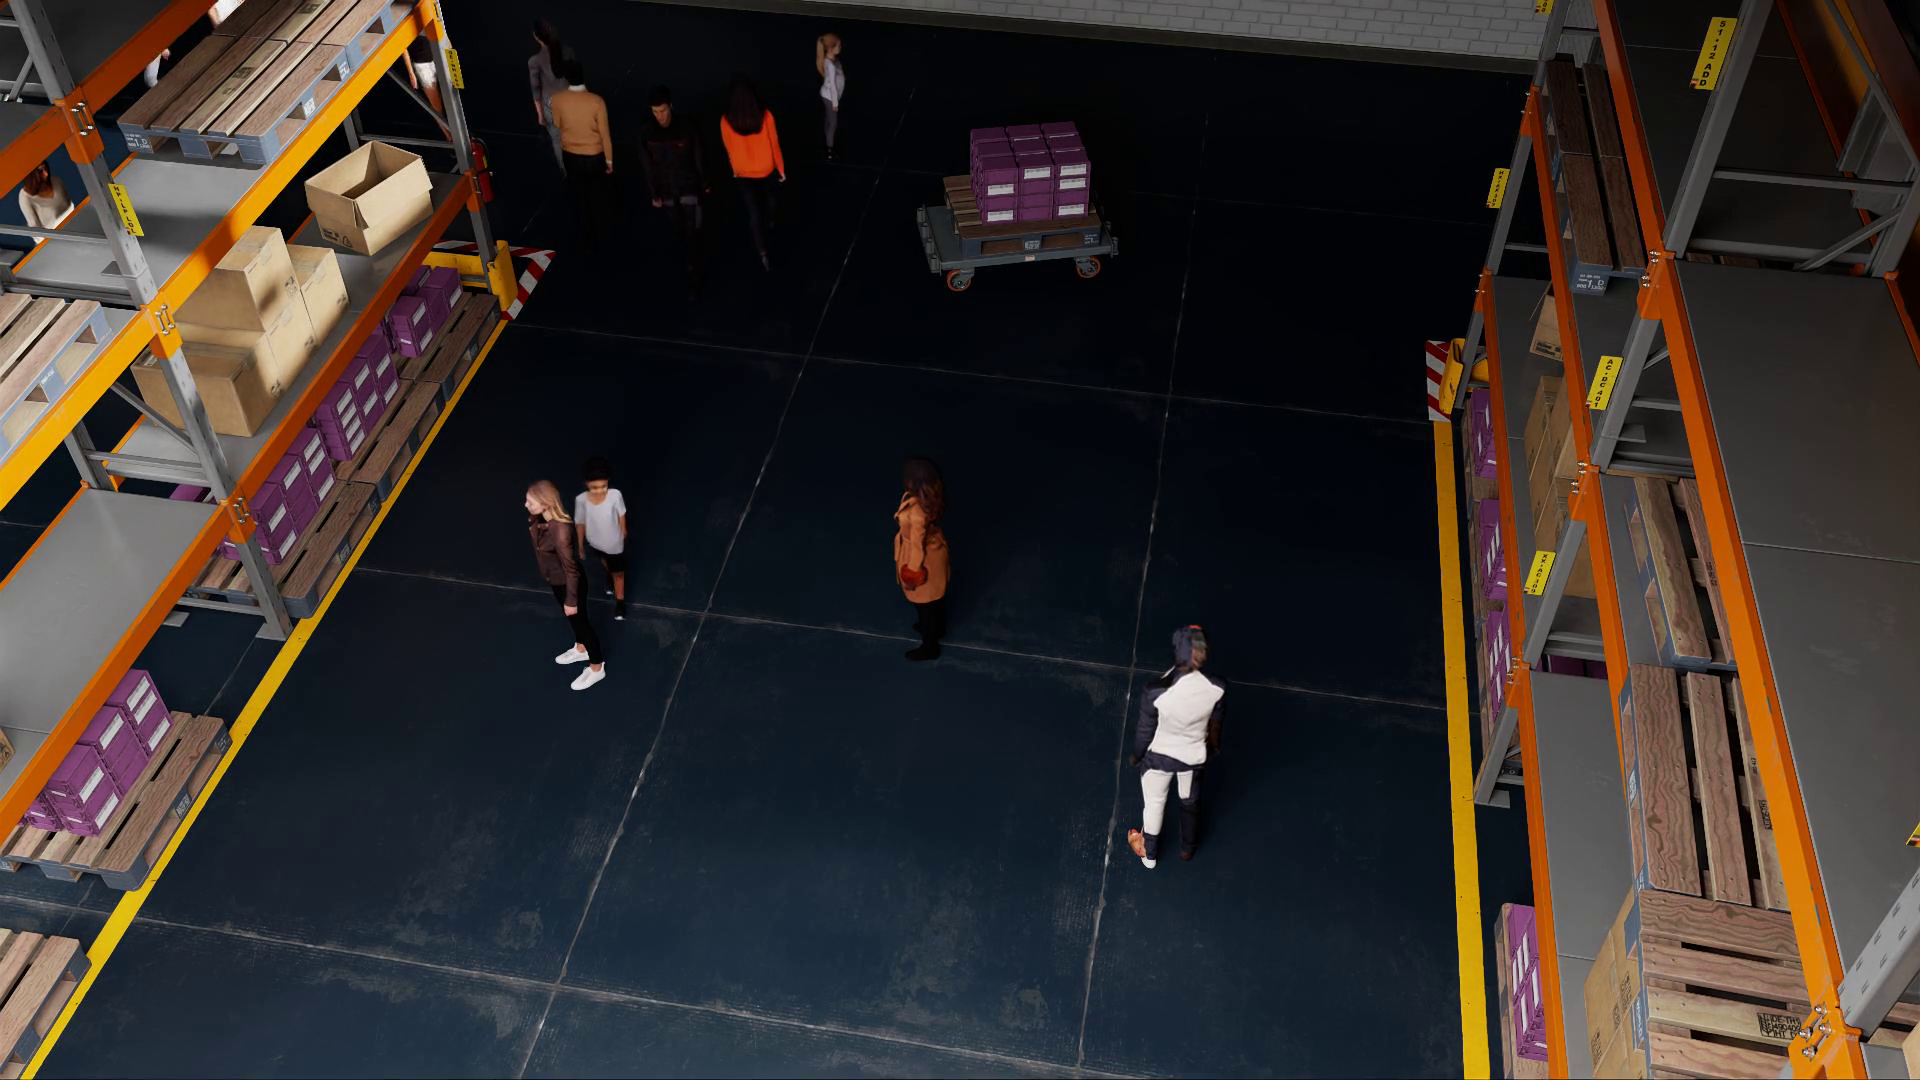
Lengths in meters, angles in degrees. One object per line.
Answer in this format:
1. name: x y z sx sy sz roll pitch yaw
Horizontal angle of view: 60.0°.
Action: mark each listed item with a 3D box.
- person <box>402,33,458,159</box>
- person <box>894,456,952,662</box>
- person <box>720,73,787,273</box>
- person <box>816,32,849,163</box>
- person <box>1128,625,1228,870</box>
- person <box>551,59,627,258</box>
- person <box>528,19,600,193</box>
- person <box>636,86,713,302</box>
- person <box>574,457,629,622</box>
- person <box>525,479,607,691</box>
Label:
1. person: -4.968 -4.473 15.561 0.774 1.827 0.815 -20 47 -19
2. person: -0.232 0.115 10.819 0.749 1.725 0.536 10 44 10
3. person: -1.737 -3.071 14.174 0.880 1.709 1.120 -3 44 -3
4. person: -1.222 -4.180 15.652 0.596 1.275 0.497 -6 44 -6
5. person: 1.237 1.206 9.554 0.766 1.890 0.717 -7 44 -7
6. person: -3.257 -3.258 14.376 0.826 1.701 1.222 -1 44 -1
7. person: -3.582 -3.862 15.044 0.967 1.656 1.032 -26 49 -25
8. person: -2.344 -3.040 14.003 0.760 1.900 1.060 2 44 3
9. person: -2.445 -0.096 11.399 0.623 1.229 0.880 -2 44 -2
10. person: -2.525 0.263 10.684 0.732 1.696 0.649 -21 48 -21
